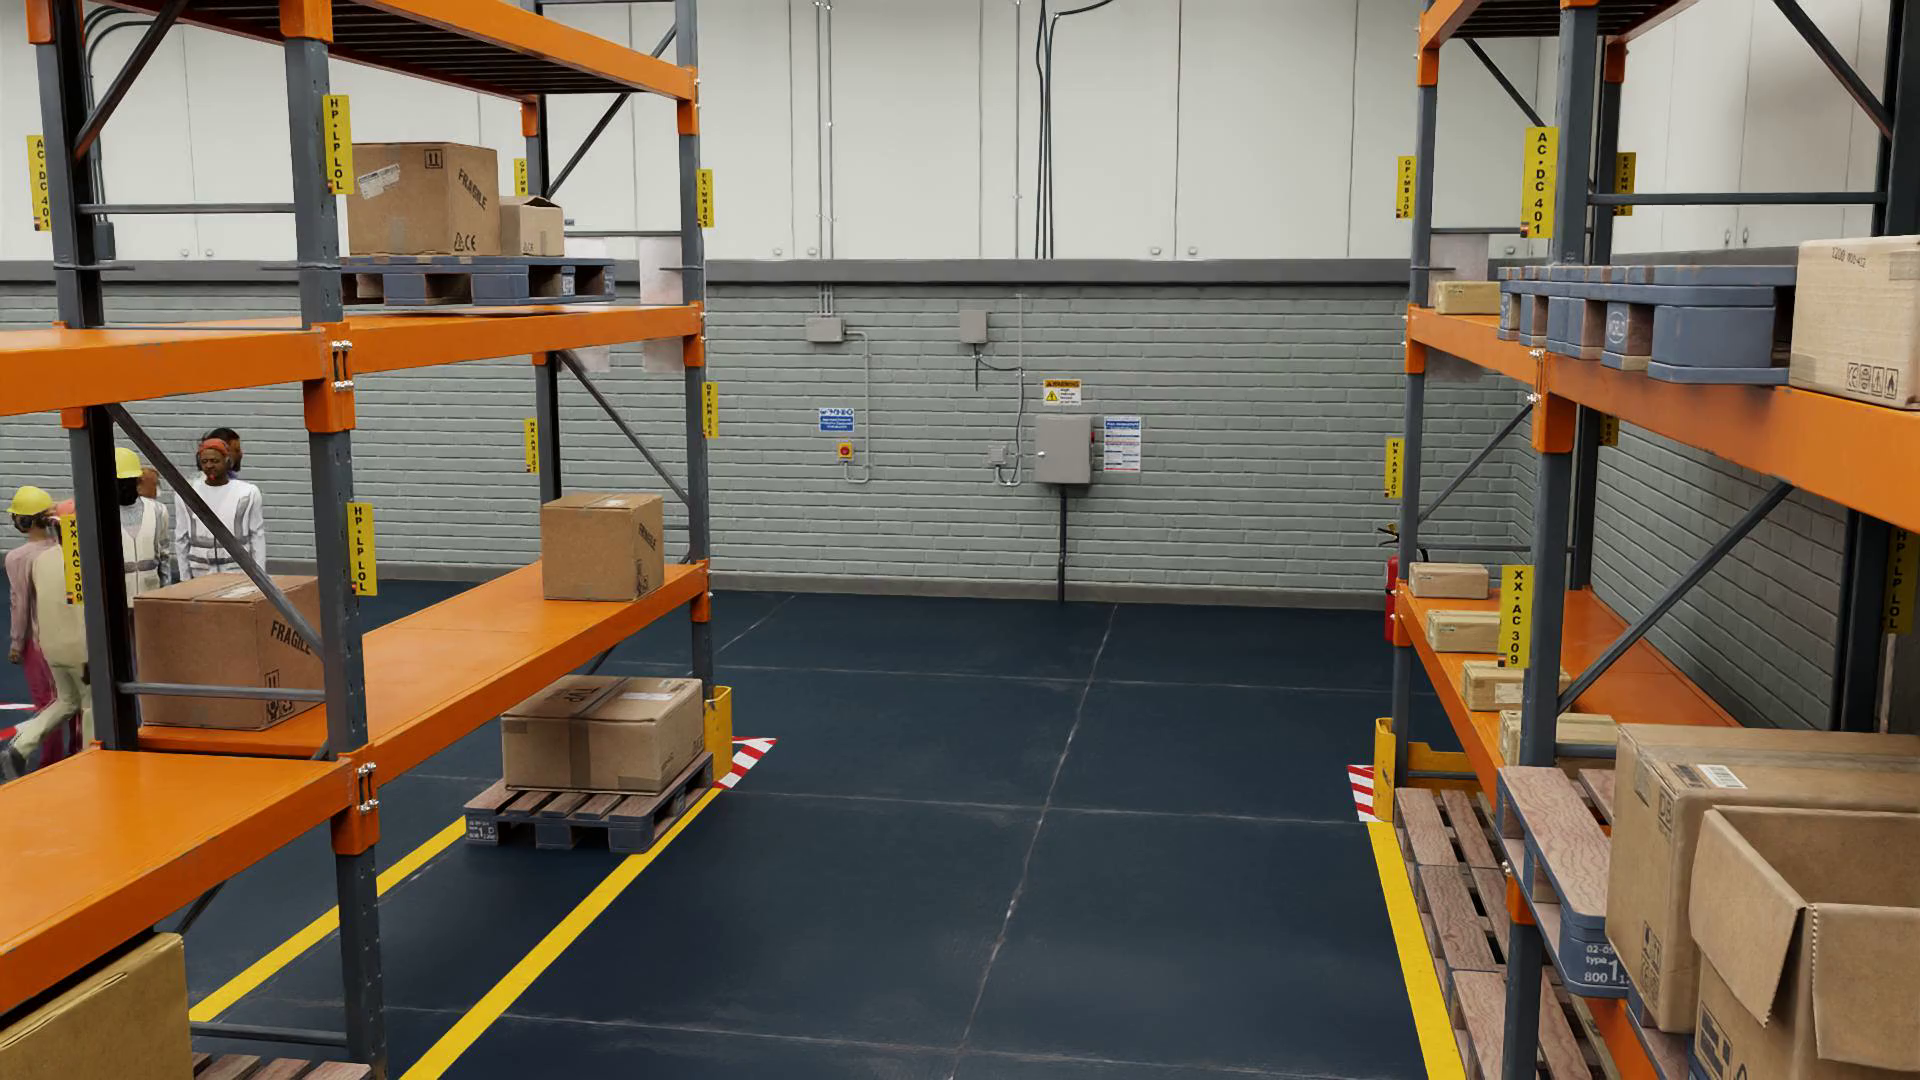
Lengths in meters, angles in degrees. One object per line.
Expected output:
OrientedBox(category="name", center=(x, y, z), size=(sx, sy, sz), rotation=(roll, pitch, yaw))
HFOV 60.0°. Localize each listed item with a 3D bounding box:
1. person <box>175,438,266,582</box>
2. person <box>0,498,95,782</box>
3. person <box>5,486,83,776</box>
OrientedBox(category="person", center=(-5.124, 0.233, 11.546), size=(0.573, 1.883, 0.359), rotation=(-2, 9, -14))
OrientedBox(category="person", center=(-5.188, 0.626, 9.584), size=(0.582, 1.721, 0.630), rotation=(6, 11, 33))
OrientedBox(category="person", center=(-5.452, 0.556, 9.903), size=(0.305, 1.772, 0.525), rotation=(2, 9, 9))
